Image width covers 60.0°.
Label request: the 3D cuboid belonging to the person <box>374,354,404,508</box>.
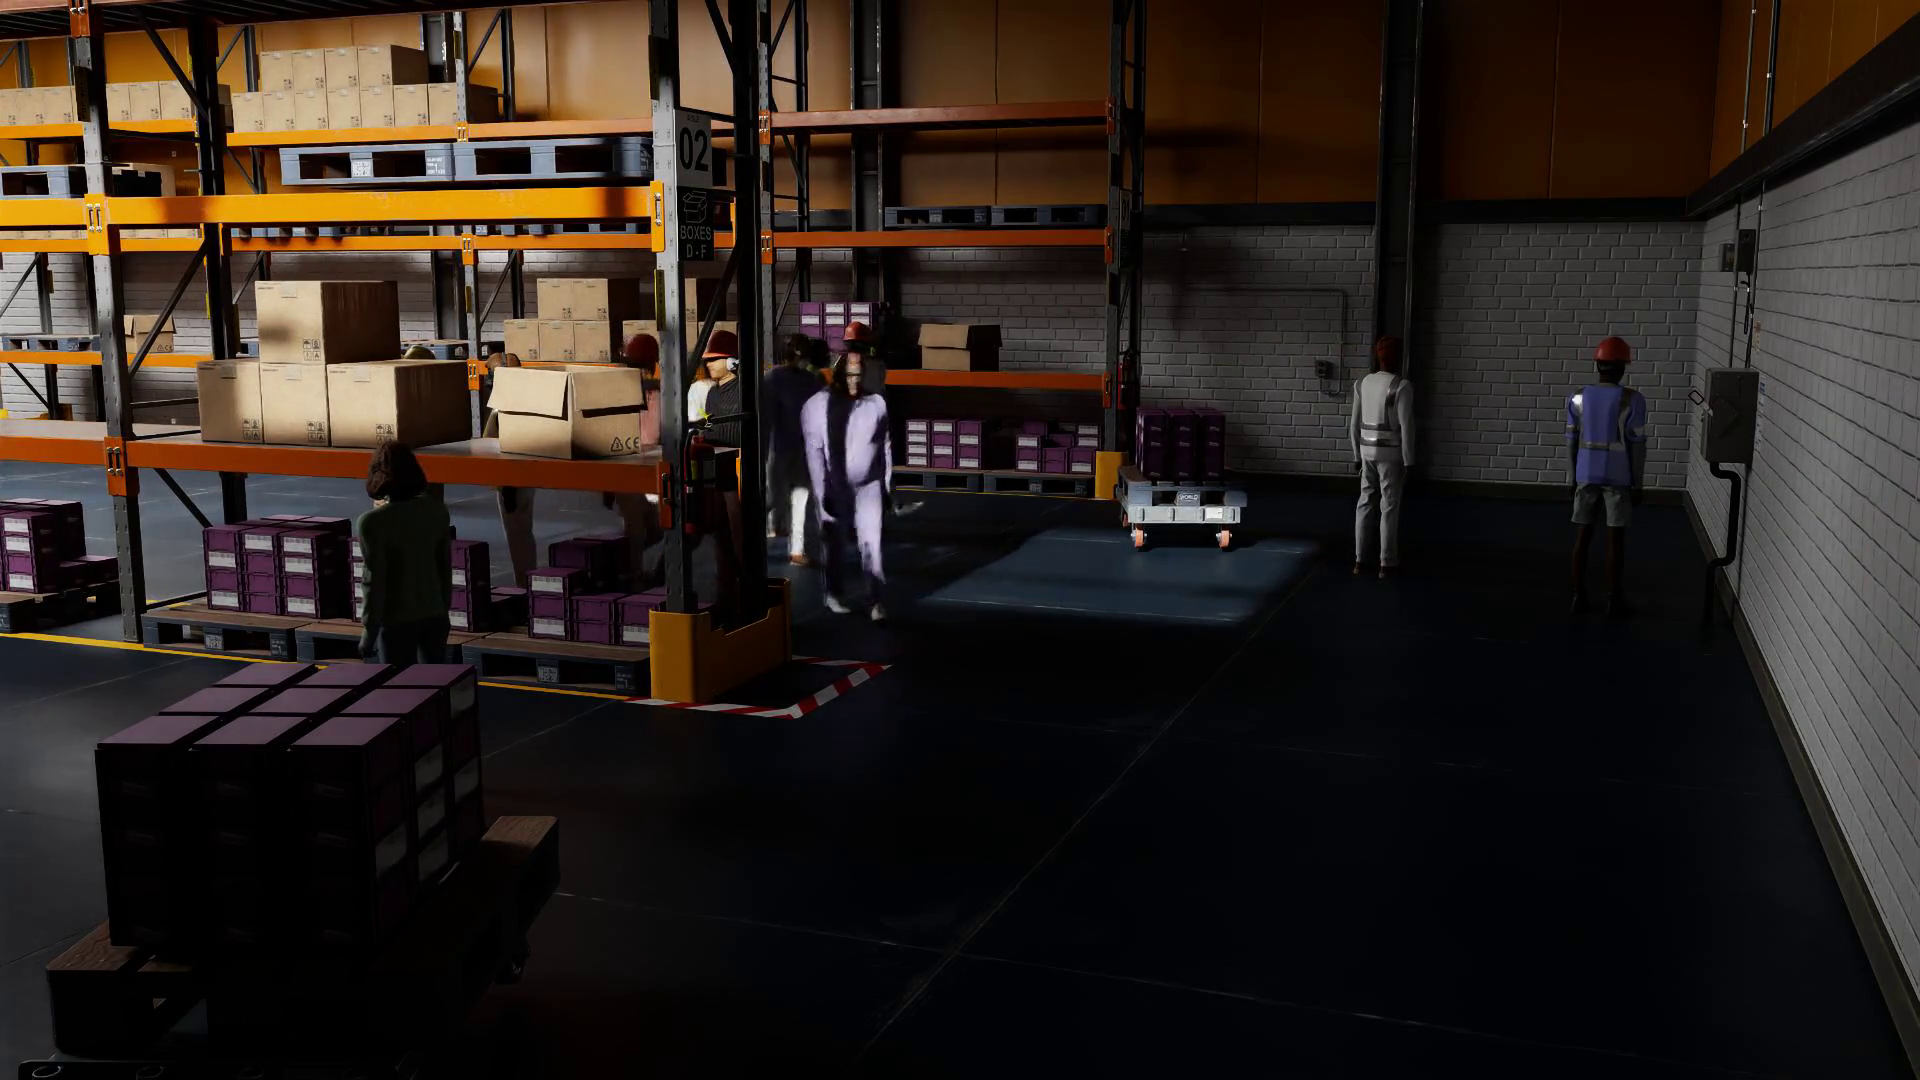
[{"bbox_3d":[-5.773,-1.239,16.883,0.430,1.838,0.624,4,10,25],"label":"person"}]

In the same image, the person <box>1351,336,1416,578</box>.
[{"bbox_3d":[3.311,-0.646,13.002,0.337,1.882,0.585,-6,11,-34],"label":"person"}]

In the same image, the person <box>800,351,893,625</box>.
[{"bbox_3d":[-0.752,-0.357,11.315,0.665,1.856,0.875,-3,10,-20],"label":"person"}]

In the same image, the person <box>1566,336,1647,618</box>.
[{"bbox_3d":[4.468,-0.434,11.505,0.544,1.938,0.355,8,12,41],"label":"person"}]

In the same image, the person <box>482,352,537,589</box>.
[{"bbox_3d":[-3.112,-0.386,11.551,0.430,1.836,0.619,-2,9,-10],"label":"person"}]

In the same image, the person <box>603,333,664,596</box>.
[{"bbox_3d":[-2.310,-0.459,11.571,0.654,1.970,0.652,7,11,36],"label":"person"}]

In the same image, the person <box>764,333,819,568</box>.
[{"bbox_3d":[-1.466,-0.747,13.595,0.816,1.903,0.660,8,12,43],"label":"person"}]

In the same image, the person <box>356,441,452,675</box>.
[{"bbox_3d":[-2.460,0.373,7.394,0.291,1.632,0.501,5,10,29],"label":"person"}]

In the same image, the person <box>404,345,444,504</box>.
[{"bbox_3d":[-4.029,-0.540,12.485,0.404,1.837,0.589,-1,9,-7],"label":"person"}]

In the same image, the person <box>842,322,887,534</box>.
[{"bbox_3d":[-0.926,-1.018,15.177,0.551,1.934,0.373,-9,13,-44],"label":"person"}]

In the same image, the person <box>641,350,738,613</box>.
[{"bbox_3d":[-1.793,-0.408,11.480,0.927,1.908,0.640,5,10,29],"label":"person"}]

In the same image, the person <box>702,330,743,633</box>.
[{"bbox_3d":[-1.535,-0.388,11.036,0.376,1.995,0.608,-7,12,-39],"label":"person"}]

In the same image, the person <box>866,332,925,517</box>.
[{"bbox_3d":[-0.839,-1.092,16.041,0.973,1.804,0.669,-2,9,-11],"label":"person"}]

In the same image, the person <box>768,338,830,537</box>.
[{"bbox_3d":[-1.405,-0.909,14.995,0.701,1.797,0.646,-8,12,-40],"label":"person"}]
